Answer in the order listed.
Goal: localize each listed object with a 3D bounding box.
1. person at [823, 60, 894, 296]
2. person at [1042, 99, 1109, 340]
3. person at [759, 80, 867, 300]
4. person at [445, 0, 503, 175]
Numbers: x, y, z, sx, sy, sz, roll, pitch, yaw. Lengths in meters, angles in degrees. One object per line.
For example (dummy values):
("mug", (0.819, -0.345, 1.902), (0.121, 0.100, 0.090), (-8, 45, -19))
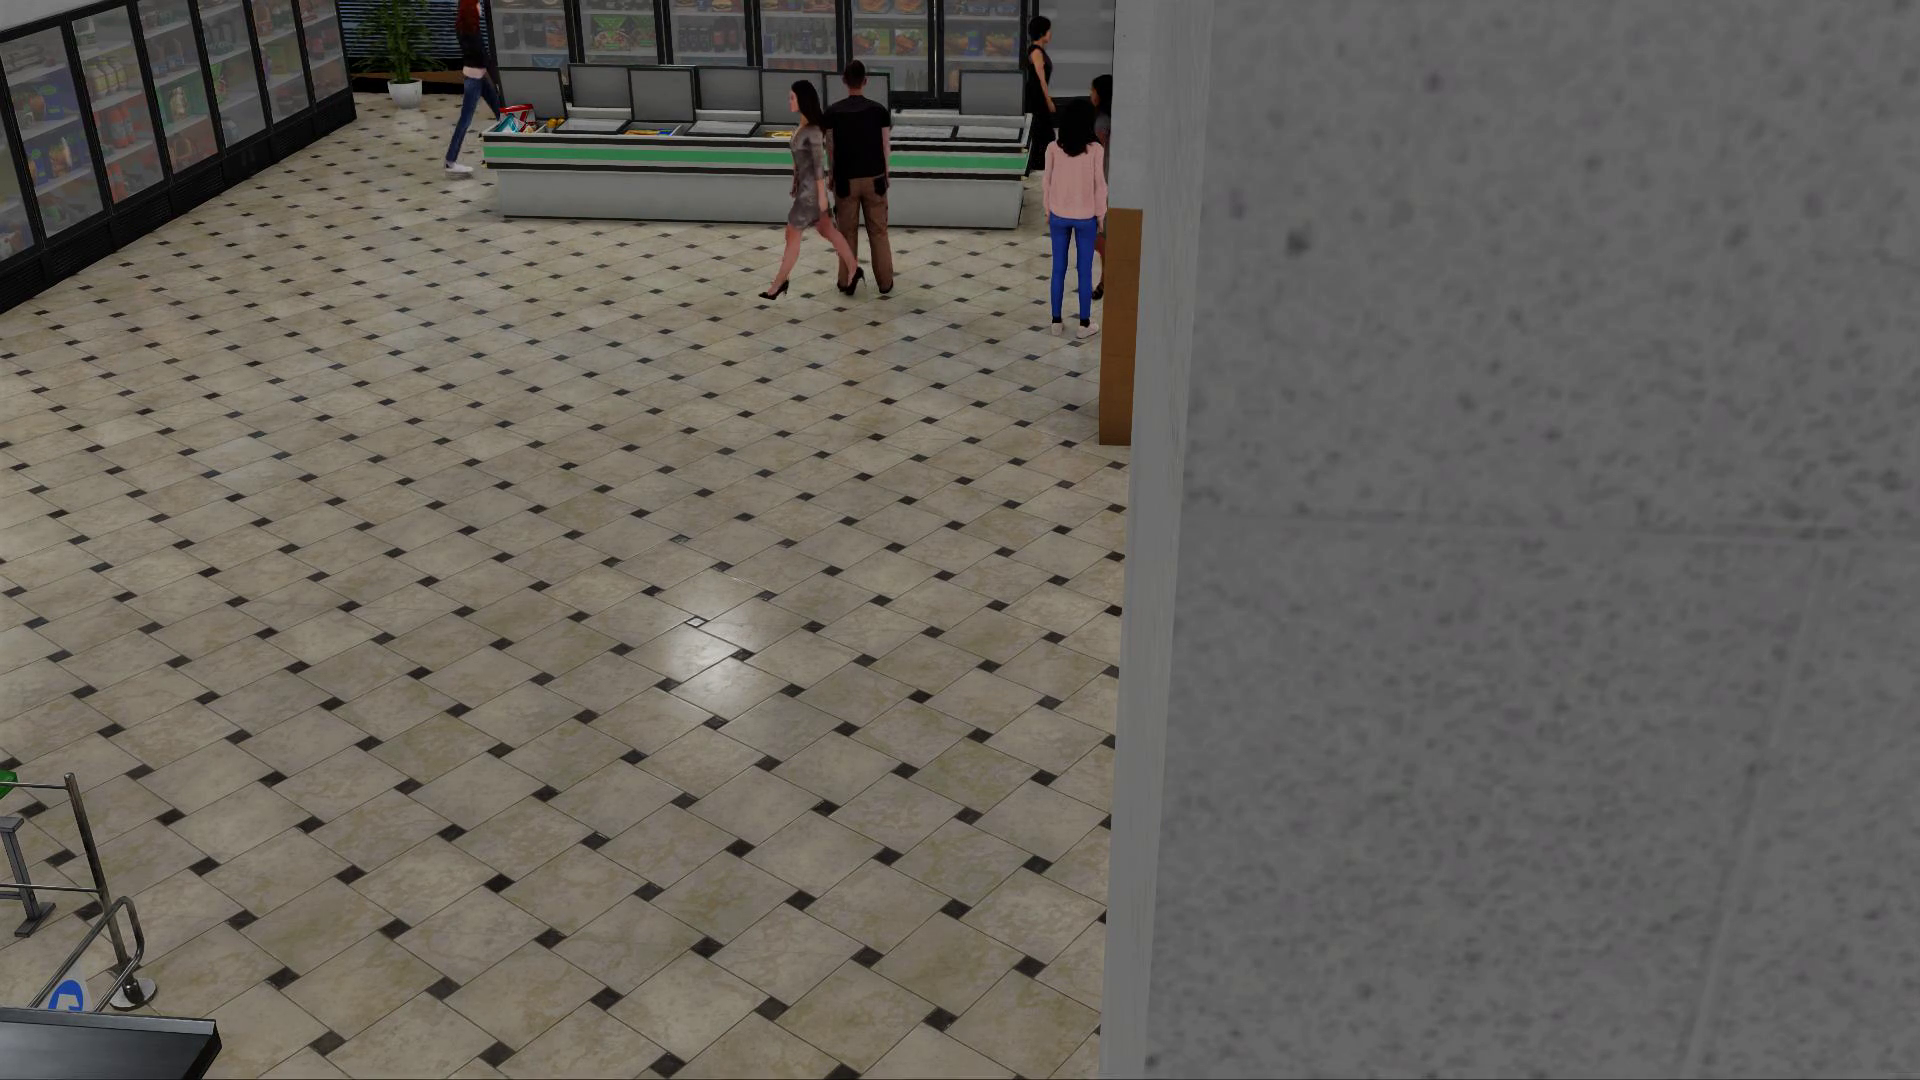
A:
("person", (-0.800, -2.861, 13.166), (0.595, 1.841, 0.790), (-3, 27, -5))
("person", (0.836, -2.367, 12.272), (0.578, 1.768, 0.765), (9, 28, 18))
("person", (-1.077, -2.687, 12.979), (1.168, 1.700, 0.850), (-6, 28, -12))
("person", (-4.853, -4.427, 16.382), (1.301, 1.726, 0.998), (-12, 29, -23))
